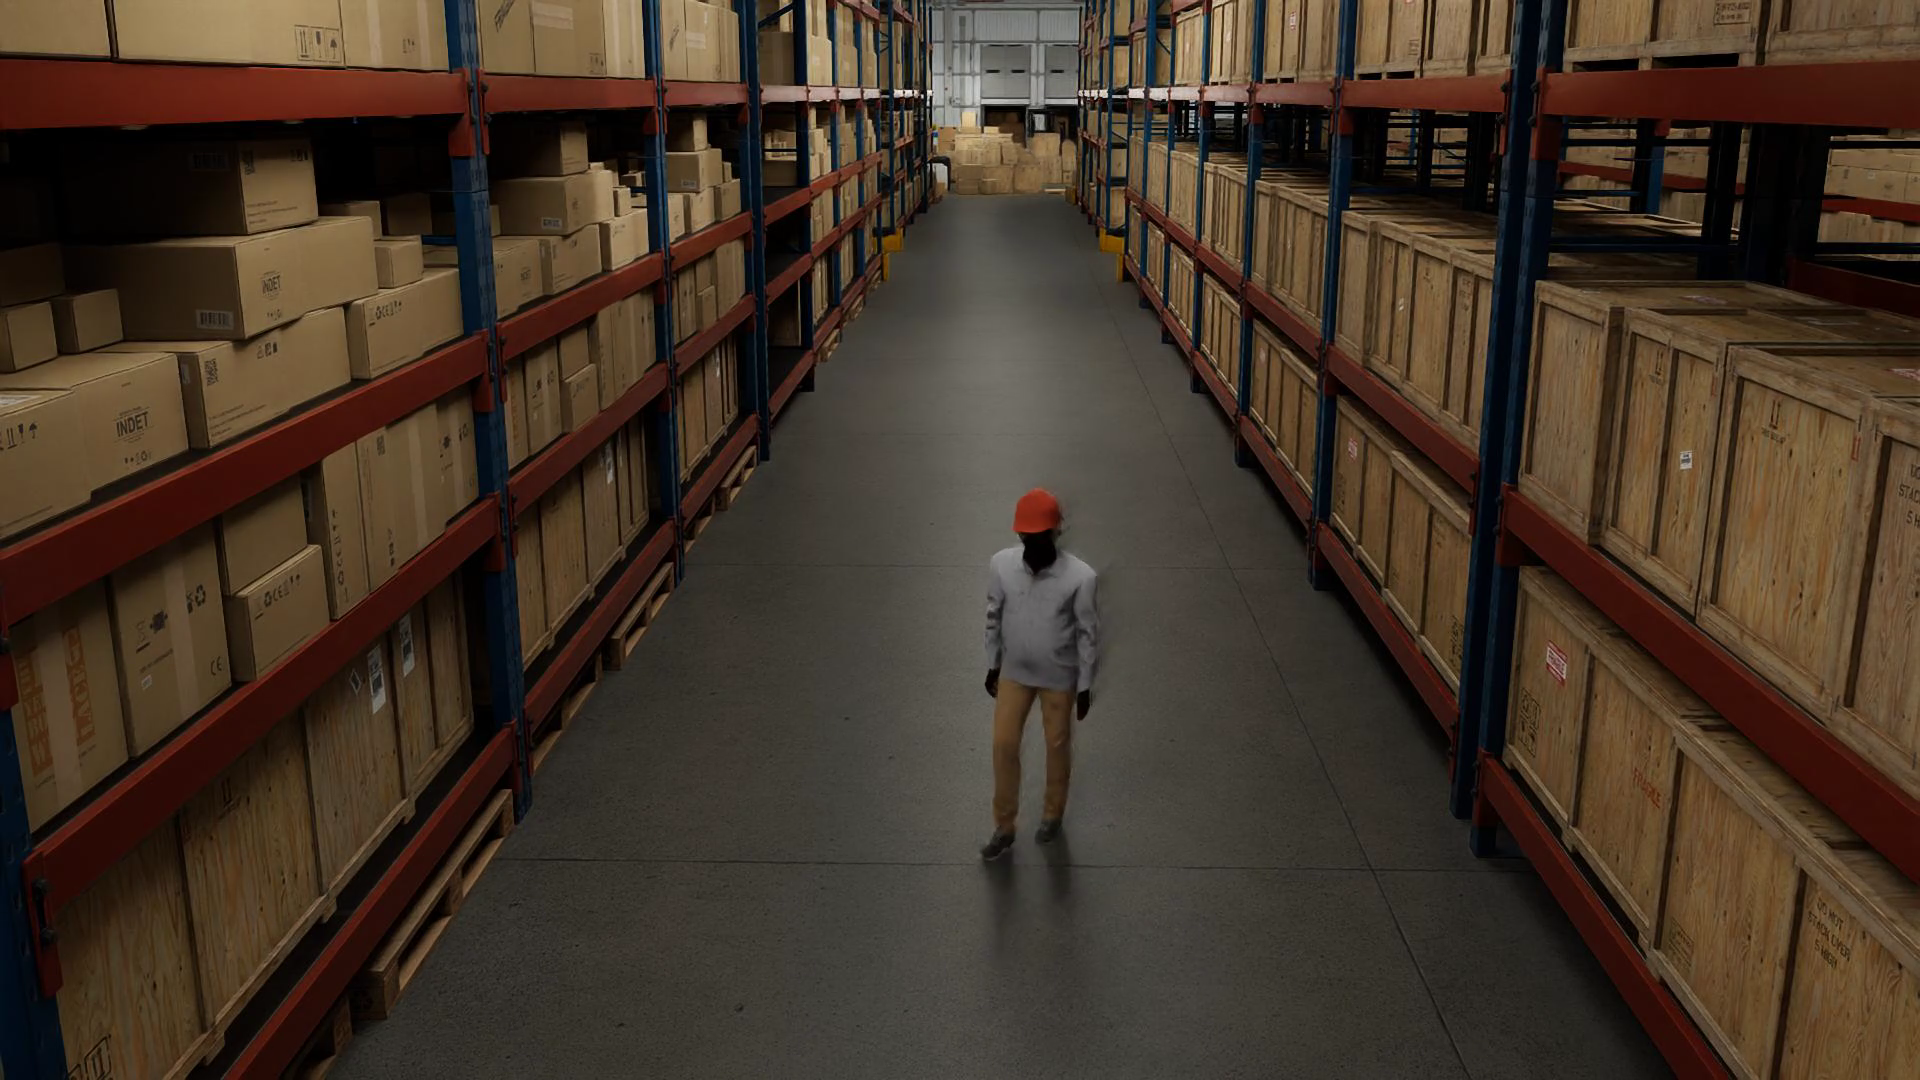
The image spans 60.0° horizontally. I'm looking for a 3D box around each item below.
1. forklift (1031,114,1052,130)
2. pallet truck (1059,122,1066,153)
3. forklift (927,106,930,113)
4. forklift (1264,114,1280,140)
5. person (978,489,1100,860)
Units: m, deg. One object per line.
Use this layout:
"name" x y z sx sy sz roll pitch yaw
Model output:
"forklift" 3.457 -17.035 71.174 1.129 2.768 1.873 0 15 2
"pallet truck" 5.788 -21.111 88.014 1.885 1.965 0.823 5 16 18
"forklift" -2.001 -20.667 84.687 1.129 2.768 1.873 0 15 2
"forklift" 11.030 -14.024 59.972 1.129 2.768 1.873 0 15 2
"person" 0.325 0.630 7.612 0.590 1.727 0.706 6 16 22
